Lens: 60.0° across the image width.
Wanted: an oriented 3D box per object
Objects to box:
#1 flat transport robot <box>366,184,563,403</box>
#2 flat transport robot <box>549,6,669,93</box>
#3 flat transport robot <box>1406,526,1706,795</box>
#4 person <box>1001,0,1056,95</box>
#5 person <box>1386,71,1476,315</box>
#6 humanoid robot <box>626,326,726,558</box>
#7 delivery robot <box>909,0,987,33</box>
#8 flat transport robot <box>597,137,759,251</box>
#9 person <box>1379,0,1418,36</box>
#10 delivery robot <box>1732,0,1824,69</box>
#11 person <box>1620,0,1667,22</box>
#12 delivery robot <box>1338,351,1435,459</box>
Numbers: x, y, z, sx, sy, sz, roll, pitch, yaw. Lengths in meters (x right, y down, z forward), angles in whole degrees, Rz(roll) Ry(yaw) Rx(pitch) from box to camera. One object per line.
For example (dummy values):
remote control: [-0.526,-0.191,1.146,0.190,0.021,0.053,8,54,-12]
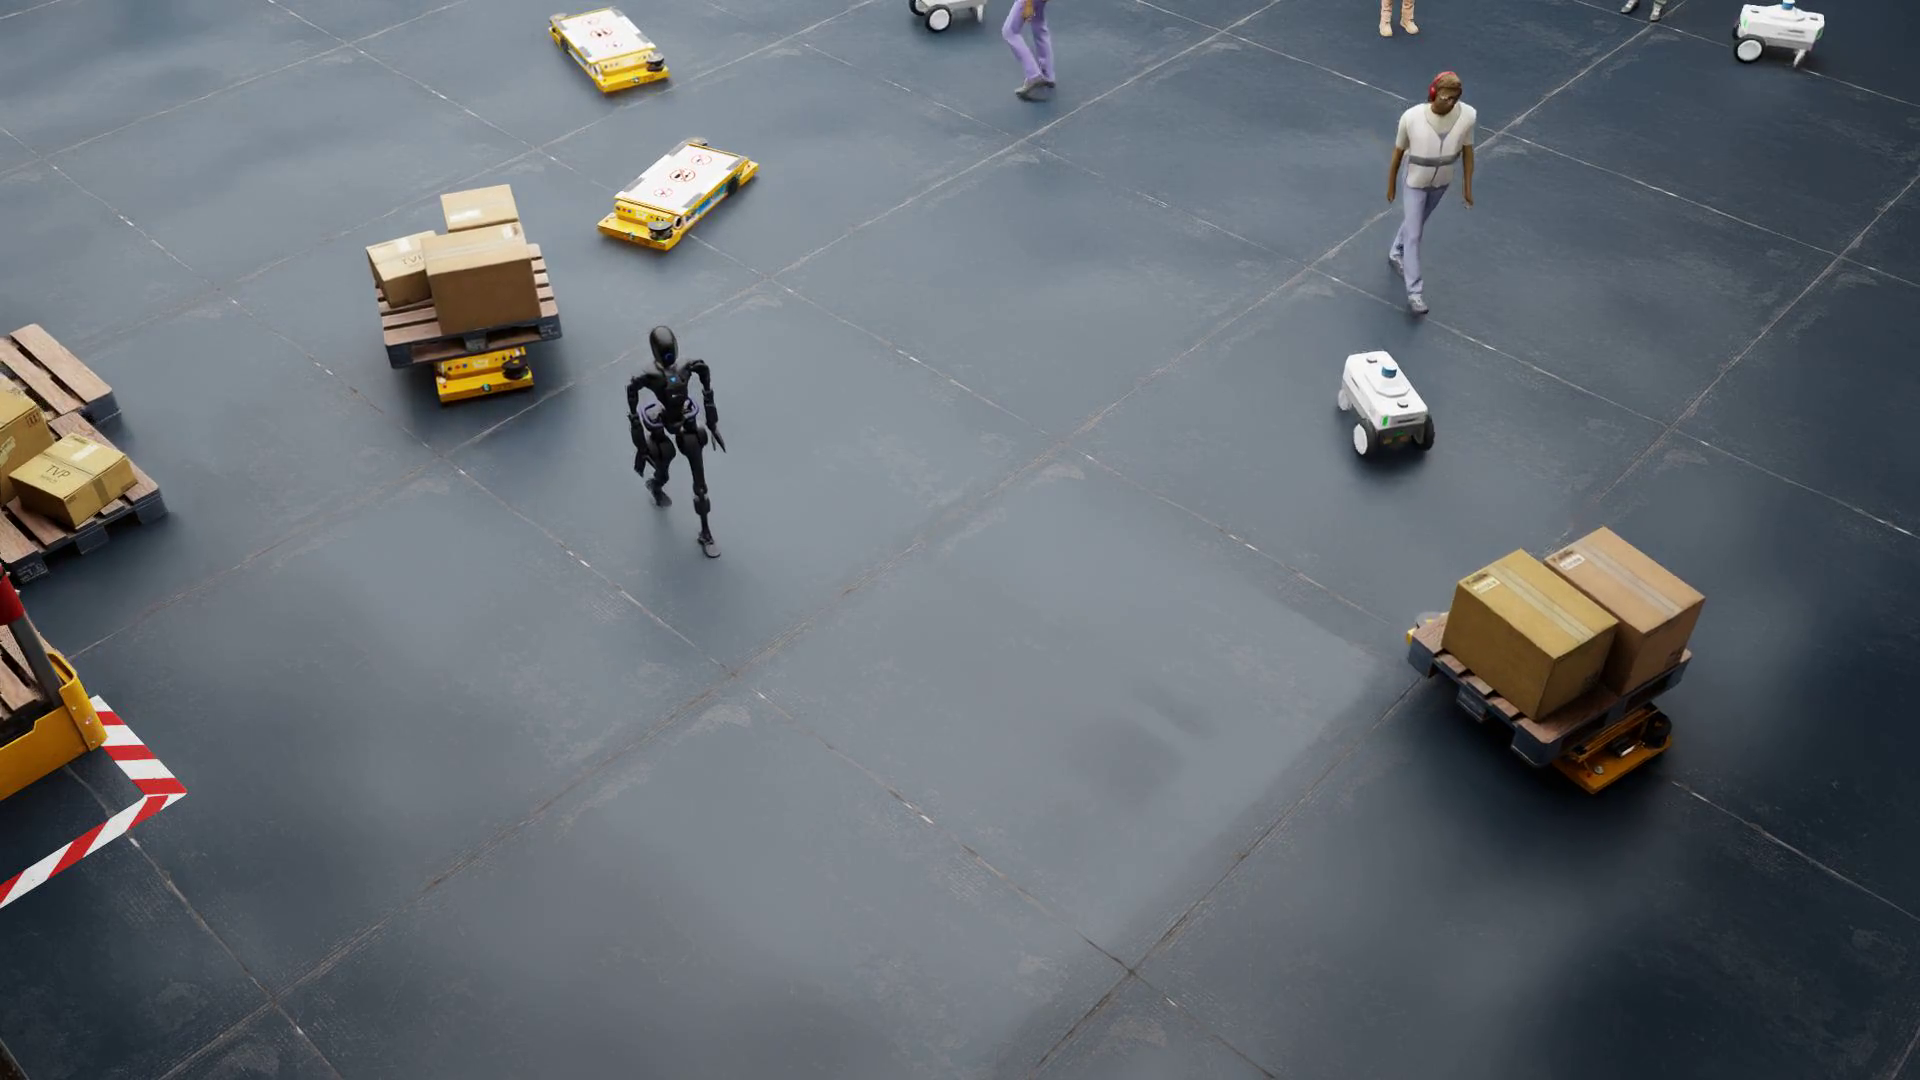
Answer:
flat transport robot: [-3.582,-1.541,12.239,0.659,0.231,1.431,-13,44,-14]
flat transport robot: [-3.331,-4.653,15.698,0.659,0.231,1.431,-21,46,-22]
flat transport robot: [3.332,0.824,9.610,0.659,0.231,1.431,-24,47,-24]
person: [0.643,-4.858,14.778,0.496,1.812,0.589,11,43,12]
person: [3.474,-2.586,12.254,0.587,1.794,0.954,-8,43,-9]
humanoid robot: [-1.783,-0.698,10.299,0.584,1.633,0.808,-20,46,-21]
delivery robot: [-0.103,-5.303,16.216,0.778,0.607,0.524,-15,44,-16]
flat transport robot: [-2.312,-2.871,13.717,0.659,0.231,1.431,18,45,19]
person: [4.274,-5.630,15.676,0.475,1.749,0.320,-8,43,-9]
delivery robot: [7.655,-4.777,15.636,0.785,0.613,0.525,12,43,13]
person: [6.785,-5.930,15.950,0.562,1.833,0.408,23,47,23]
delivery robot: [2.899,-0.928,11.358,0.499,0.613,0.797,-9,43,-10]
